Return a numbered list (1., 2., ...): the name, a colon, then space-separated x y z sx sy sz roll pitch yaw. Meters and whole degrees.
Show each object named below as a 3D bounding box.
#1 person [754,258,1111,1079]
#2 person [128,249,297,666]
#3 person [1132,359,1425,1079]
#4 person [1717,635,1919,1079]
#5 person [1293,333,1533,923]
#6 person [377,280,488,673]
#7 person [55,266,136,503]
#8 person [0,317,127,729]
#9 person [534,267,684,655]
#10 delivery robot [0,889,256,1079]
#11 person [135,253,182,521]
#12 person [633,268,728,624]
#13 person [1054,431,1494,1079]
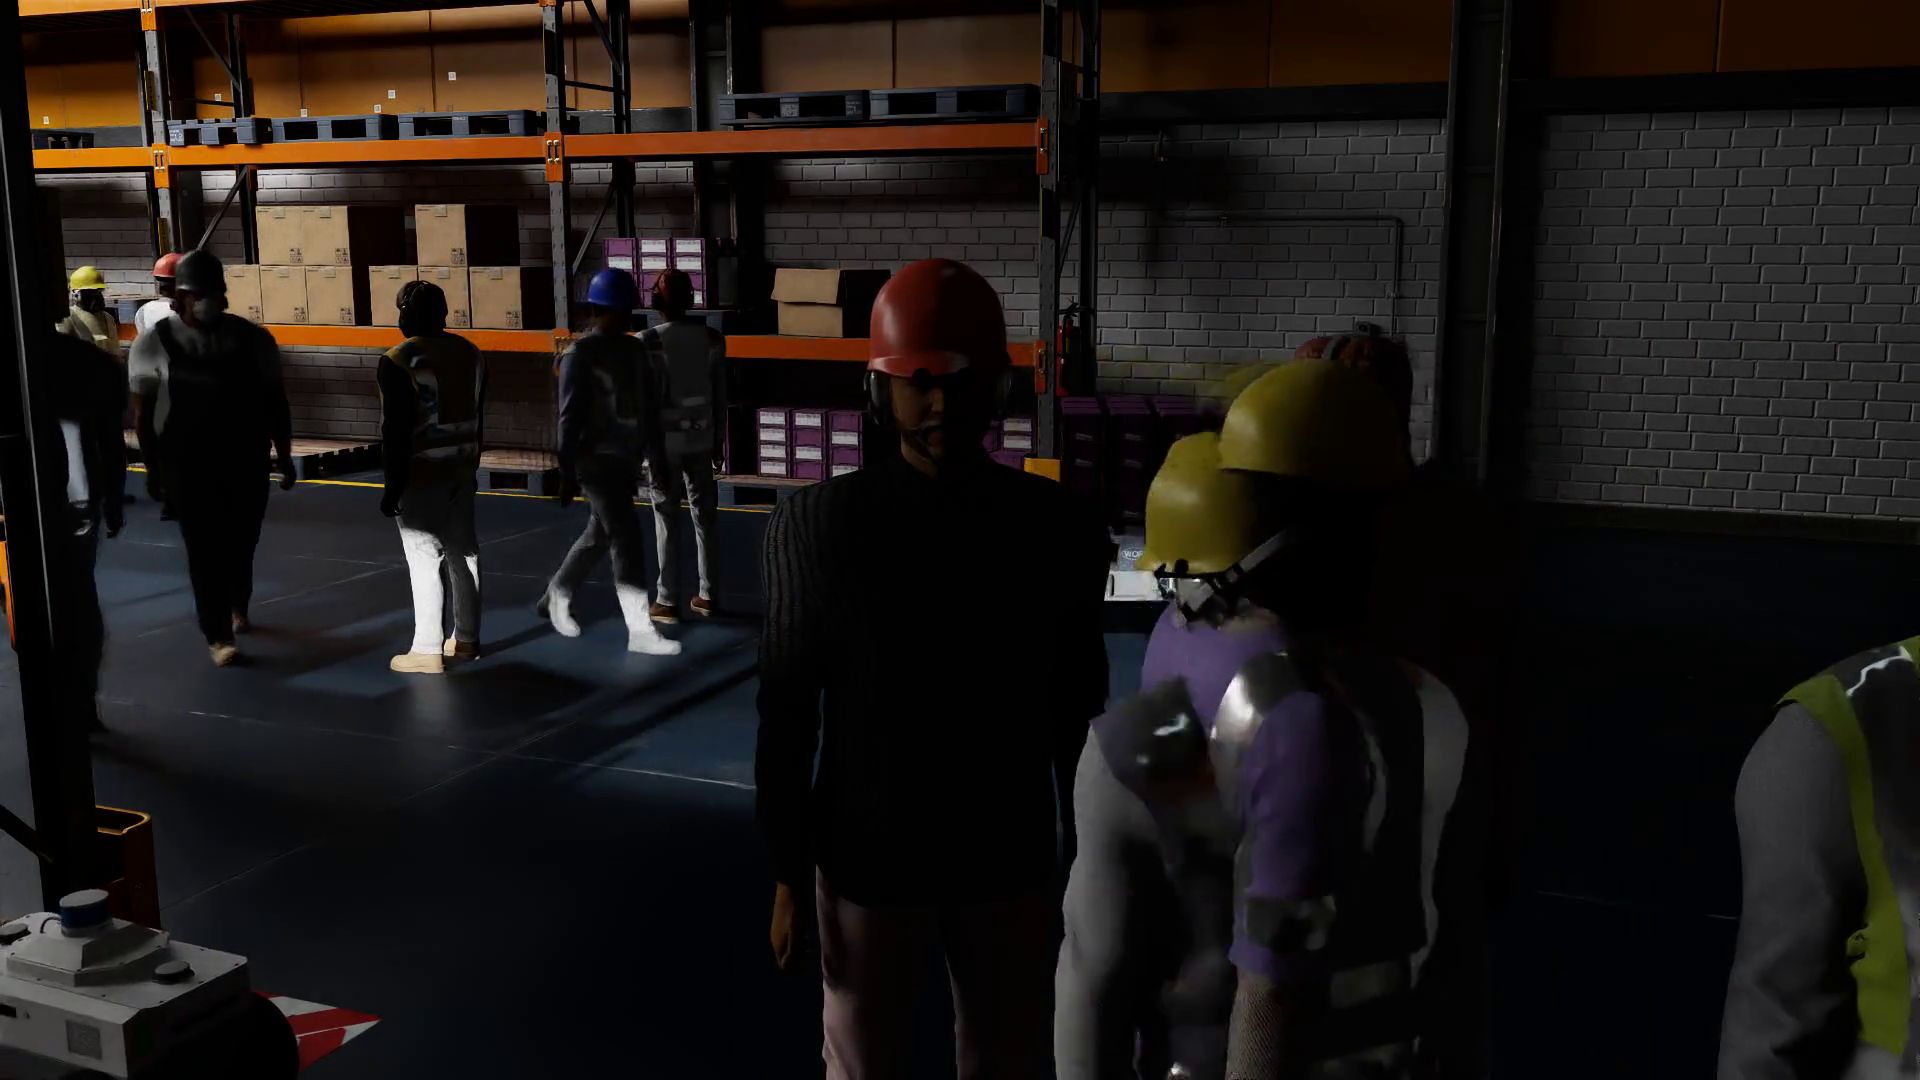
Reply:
1. person: -0.035 0.536 2.804 0.614 1.994 0.381 -2 10 -12
2. person: -3.698 -0.464 8.242 0.685 2.000 0.960 -8 13 -38
3. person: 0.351 0.696 2.265 0.928 1.886 0.579 -3 11 -15
4. person: 1.173 0.783 1.862 0.633 1.839 0.429 1 10 3
5. person: 0.790 0.565 3.026 0.648 1.872 0.835 -6 12 -31
6. person: -2.505 -0.296 7.865 0.429 1.844 0.625 4 11 23
7. person: -6.596 -1.161 12.700 0.403 1.835 0.588 2 10 9
8. person: -3.730 -0.149 6.820 0.450 1.920 0.647 8 13 36
9. person: -1.809 -0.400 8.287 0.927 1.909 0.603 4 11 20
10. delivery robot: -1.963 1.036 3.768 0.707 0.478 0.477 5 11 23
11. person: -5.653 -1.097 12.063 0.551 1.934 0.373 3 11 17
12. person: -1.500 -0.495 8.862 0.576 1.882 0.355 -8 13 -39
13. person: 0.442 0.755 2.205 0.613 1.783 0.909 -4 11 -23
